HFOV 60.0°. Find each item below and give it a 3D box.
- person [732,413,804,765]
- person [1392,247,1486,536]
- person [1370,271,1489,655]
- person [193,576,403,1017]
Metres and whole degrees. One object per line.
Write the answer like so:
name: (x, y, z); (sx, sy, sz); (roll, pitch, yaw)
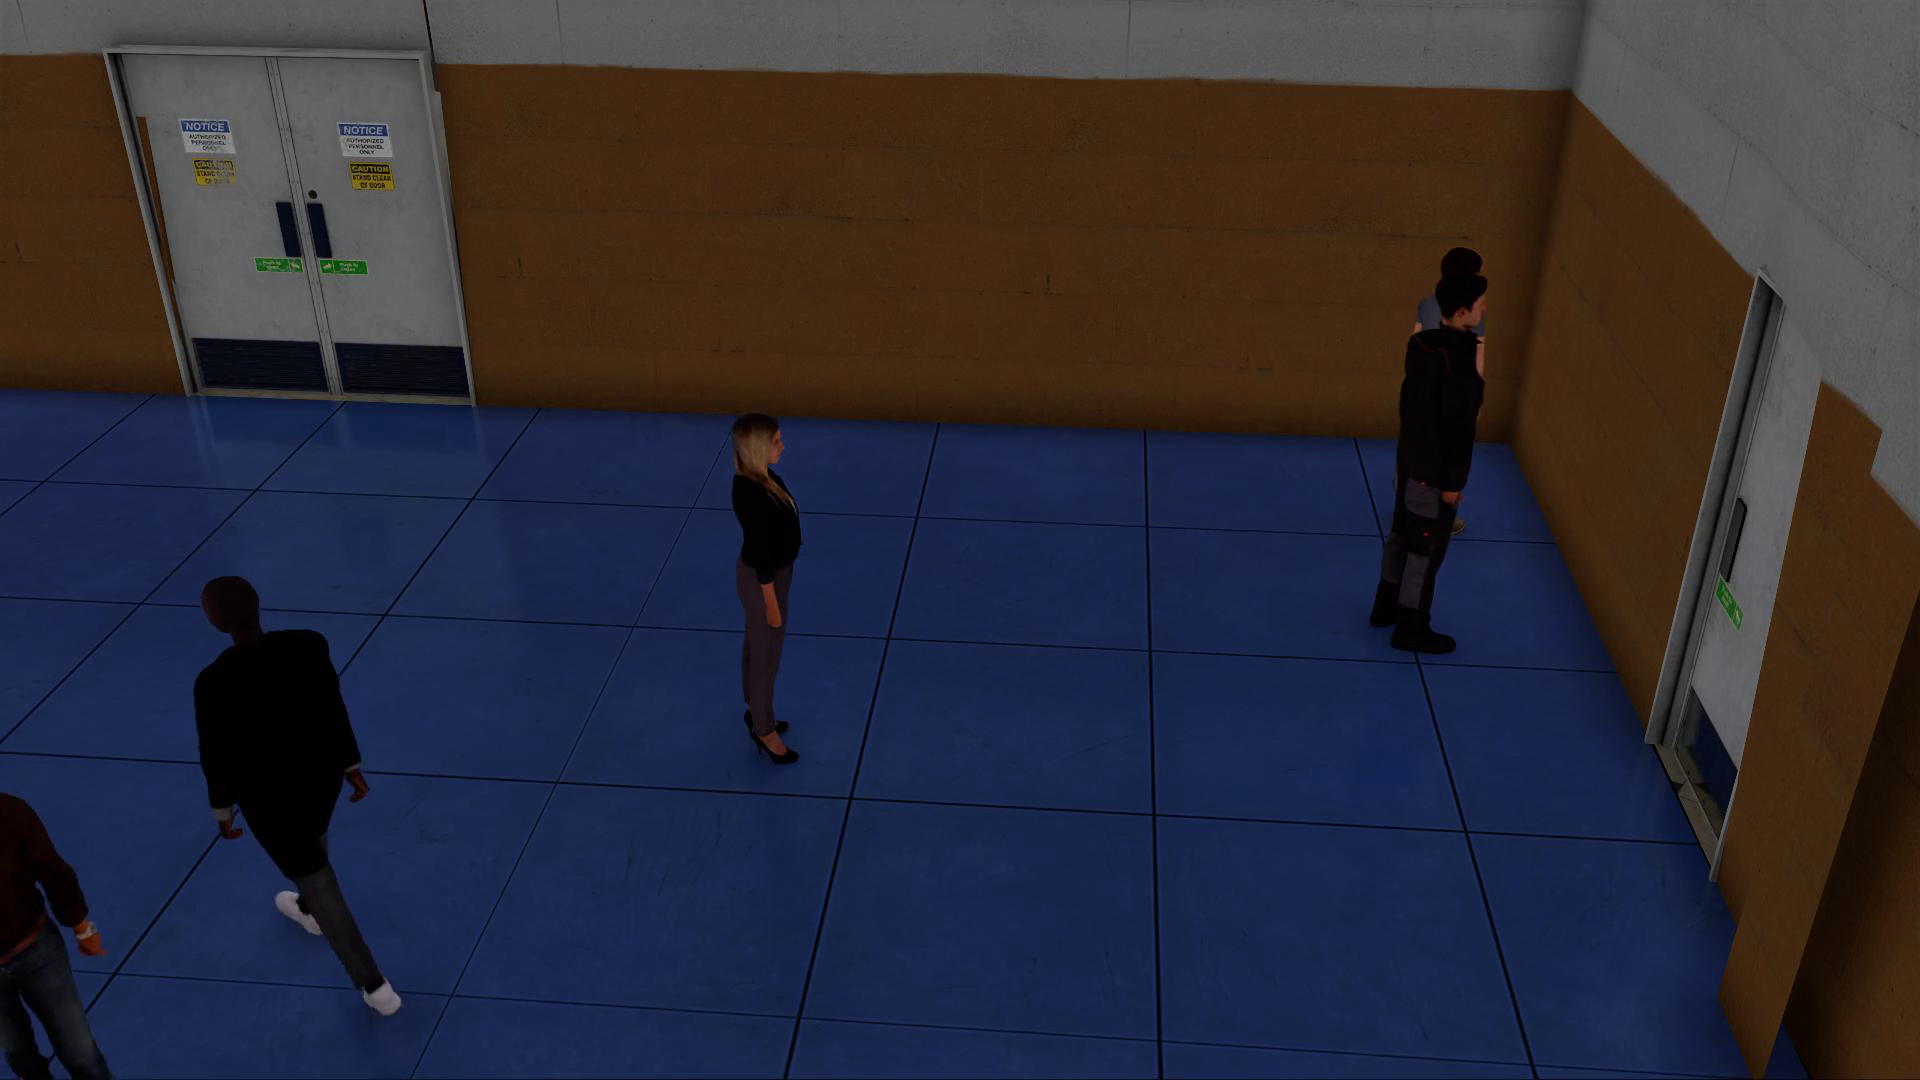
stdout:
person: (-0.876, 0.215, 7.299); (0.713, 1.666, 0.560); (-6, 29, -10)
person: (2.645, -0.806, 9.172); (0.674, 1.651, 0.714); (25, 37, 38)
person: (2.292, -0.384, 8.105); (0.809, 1.945, 0.616); (-4, 29, -8)
person: (-2.322, 0.951, 5.900); (1.167, 1.715, 1.211); (24, 37, 37)
